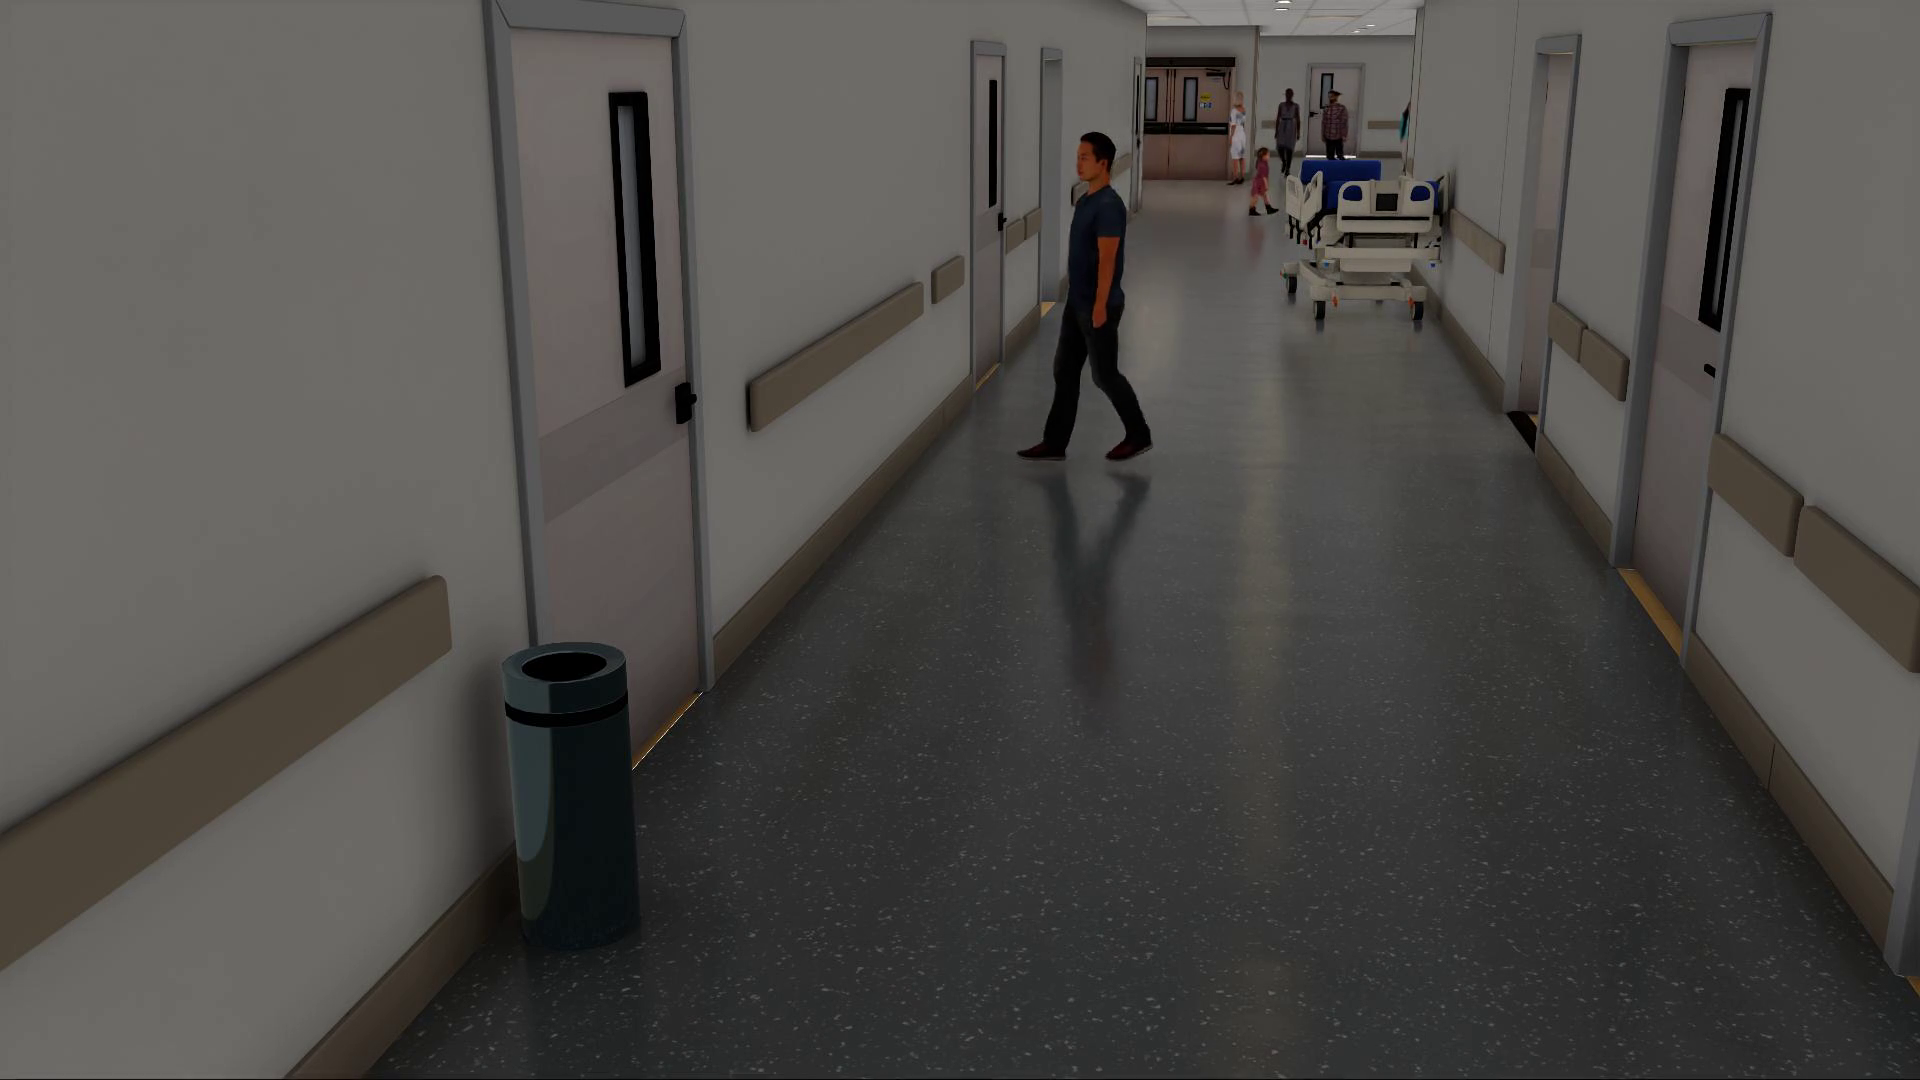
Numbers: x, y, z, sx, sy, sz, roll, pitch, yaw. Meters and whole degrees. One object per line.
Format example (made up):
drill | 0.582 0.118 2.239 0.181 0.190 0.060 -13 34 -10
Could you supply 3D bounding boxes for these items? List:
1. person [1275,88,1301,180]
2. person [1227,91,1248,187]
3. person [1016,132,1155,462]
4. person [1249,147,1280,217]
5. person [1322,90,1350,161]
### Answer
person | 6.615 -8.195 33.583 0.727 1.782 0.758 4 16 14
person | 5.328 -7.697 31.874 0.646 1.751 0.685 -14 21 -41
person | 0.804 -1.282 9.054 1.115 1.785 0.939 -5 16 -16
person | 4.471 -5.376 25.010 0.703 1.007 0.502 0 16 0
person | 7.524 -8.073 33.226 0.868 1.741 0.955 9 18 30
